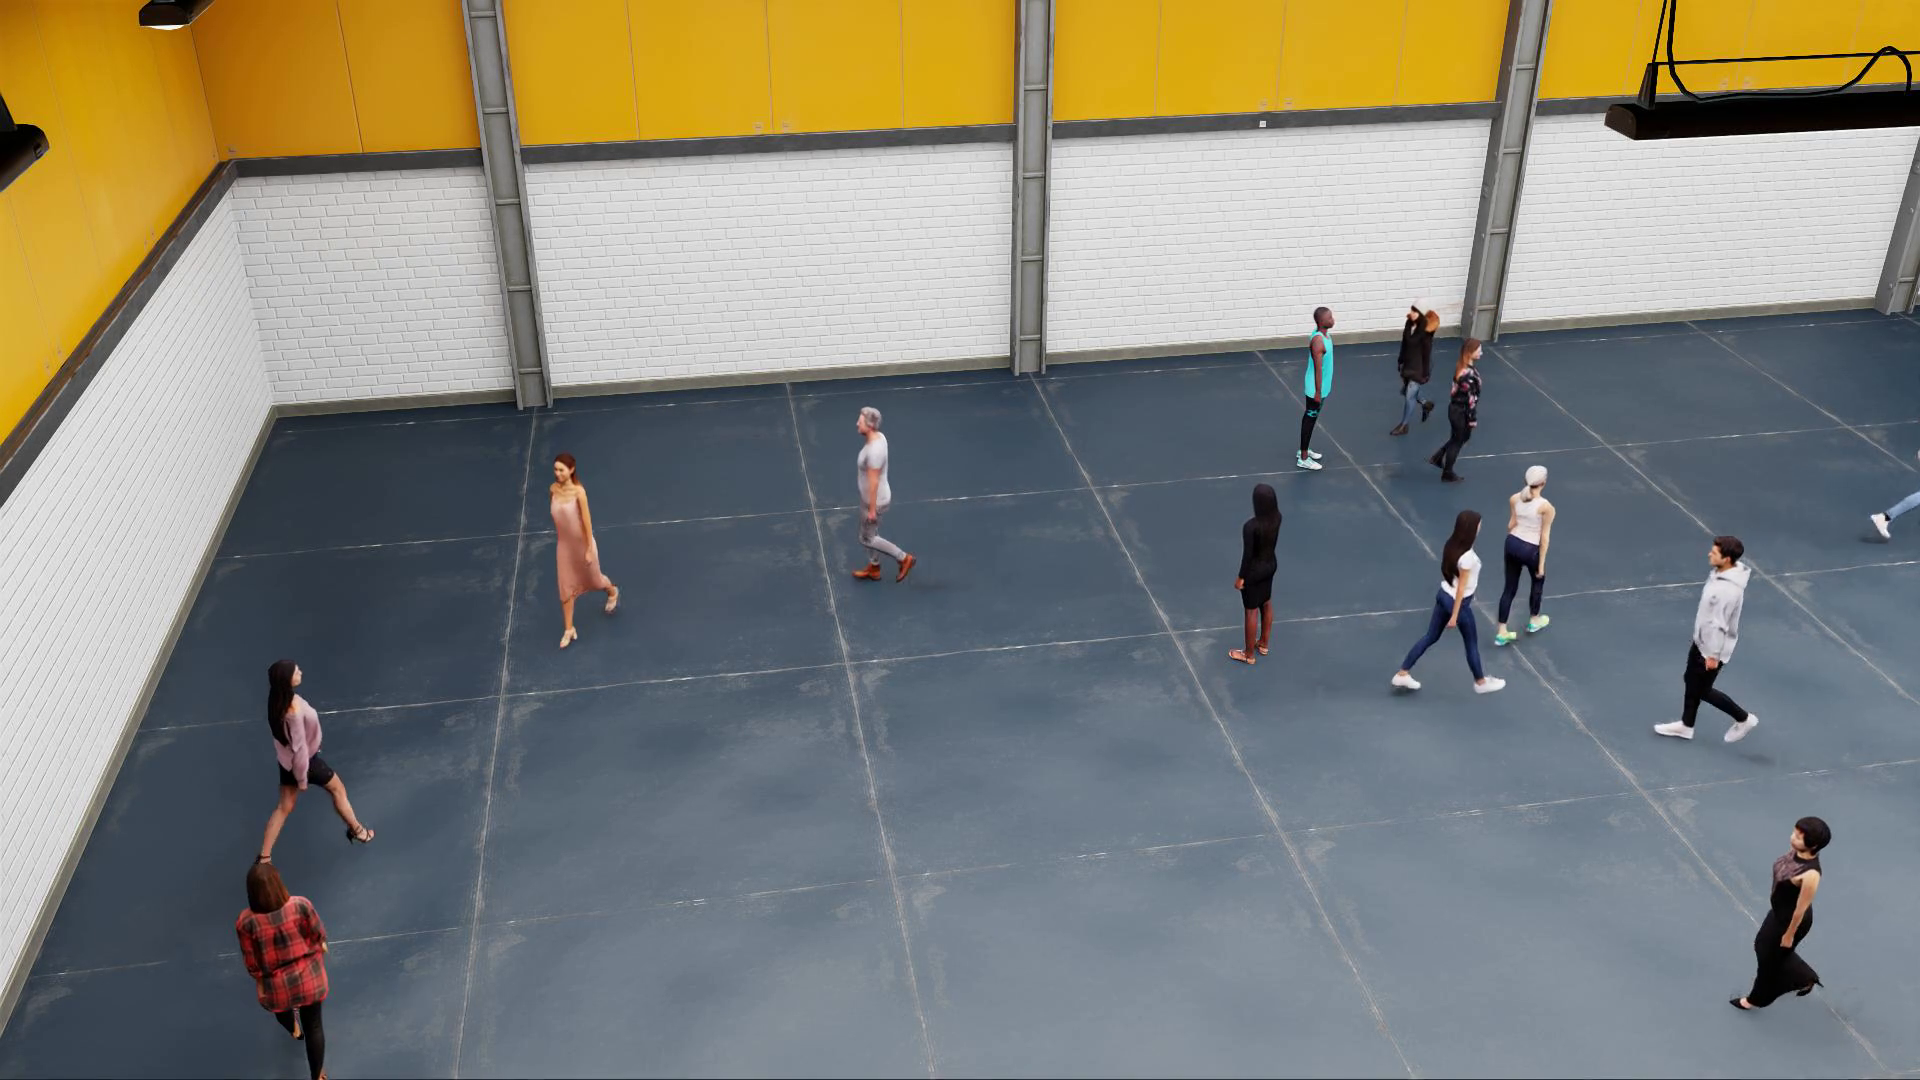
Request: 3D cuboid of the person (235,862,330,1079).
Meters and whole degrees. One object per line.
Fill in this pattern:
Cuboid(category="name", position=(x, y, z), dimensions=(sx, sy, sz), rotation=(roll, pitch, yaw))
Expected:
Cuboid(category="person", position=(-4.063, 2.710, 10.142), dimensions=(0.962, 1.671, 0.771), rotation=(-10, 30, -17))

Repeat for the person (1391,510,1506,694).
Cuboid(category="person", position=(4.064, 0.558, 14.029), dimensions=(1.182, 1.727, 0.631), rotation=(-3, 29, -5))

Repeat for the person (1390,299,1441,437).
Cuboid(category="person", position=(5.191, -1.959, 18.755), dimensions=(0.934, 1.620, 0.769), rotation=(-13, 31, -22))

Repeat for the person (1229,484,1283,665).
Cuboid(category="person", position=(2.606, 0.280, 14.545), dimensions=(0.635, 1.721, 0.748), rotation=(-24, 37, -36))

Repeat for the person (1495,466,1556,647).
Cuboid(category="person", position=(4.947, 0.170, 14.791), dimensions=(1.023, 1.678, 0.893), rotation=(-21, 35, -34))

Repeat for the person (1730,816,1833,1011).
Cuboid(category="person", position=(5.417, 2.443, 10.719), dimensions=(0.873, 1.588, 0.768), rotation=(8, 30, 14))

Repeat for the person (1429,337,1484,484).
Cuboid(category="person", position=(5.221, -1.364, 17.611), dimensions=(0.728, 1.672, 0.686), rotation=(3, 29, 6))

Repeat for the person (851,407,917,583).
Cuboid(category="person", position=(-0.723, -0.388, 15.673), dimensions=(0.905, 1.812, 0.767), rotation=(-1, 29, -1))

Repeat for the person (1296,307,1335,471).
Cuboid(category="person", position=(3.848, -1.667, 18.020), dimensions=(0.640, 1.811, 0.674), rotation=(6, 29, 11))

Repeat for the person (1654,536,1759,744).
Cuboid(category="person", position=(6.118, 0.841, 13.323), dimensions=(1.101, 1.905, 0.927), rotation=(9, 30, 16))

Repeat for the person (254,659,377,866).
Cuboid(category="person", position=(-4.835, 1.677, 11.942), dimensions=(1.209, 1.760, 1.027), rotation=(-25, 37, -38))

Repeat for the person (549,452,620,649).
Cuboid(category="person", position=(-3.370, 0.036, 14.914), dimensions=(1.111, 1.796, 1.049), rotation=(11, 31, 20))
